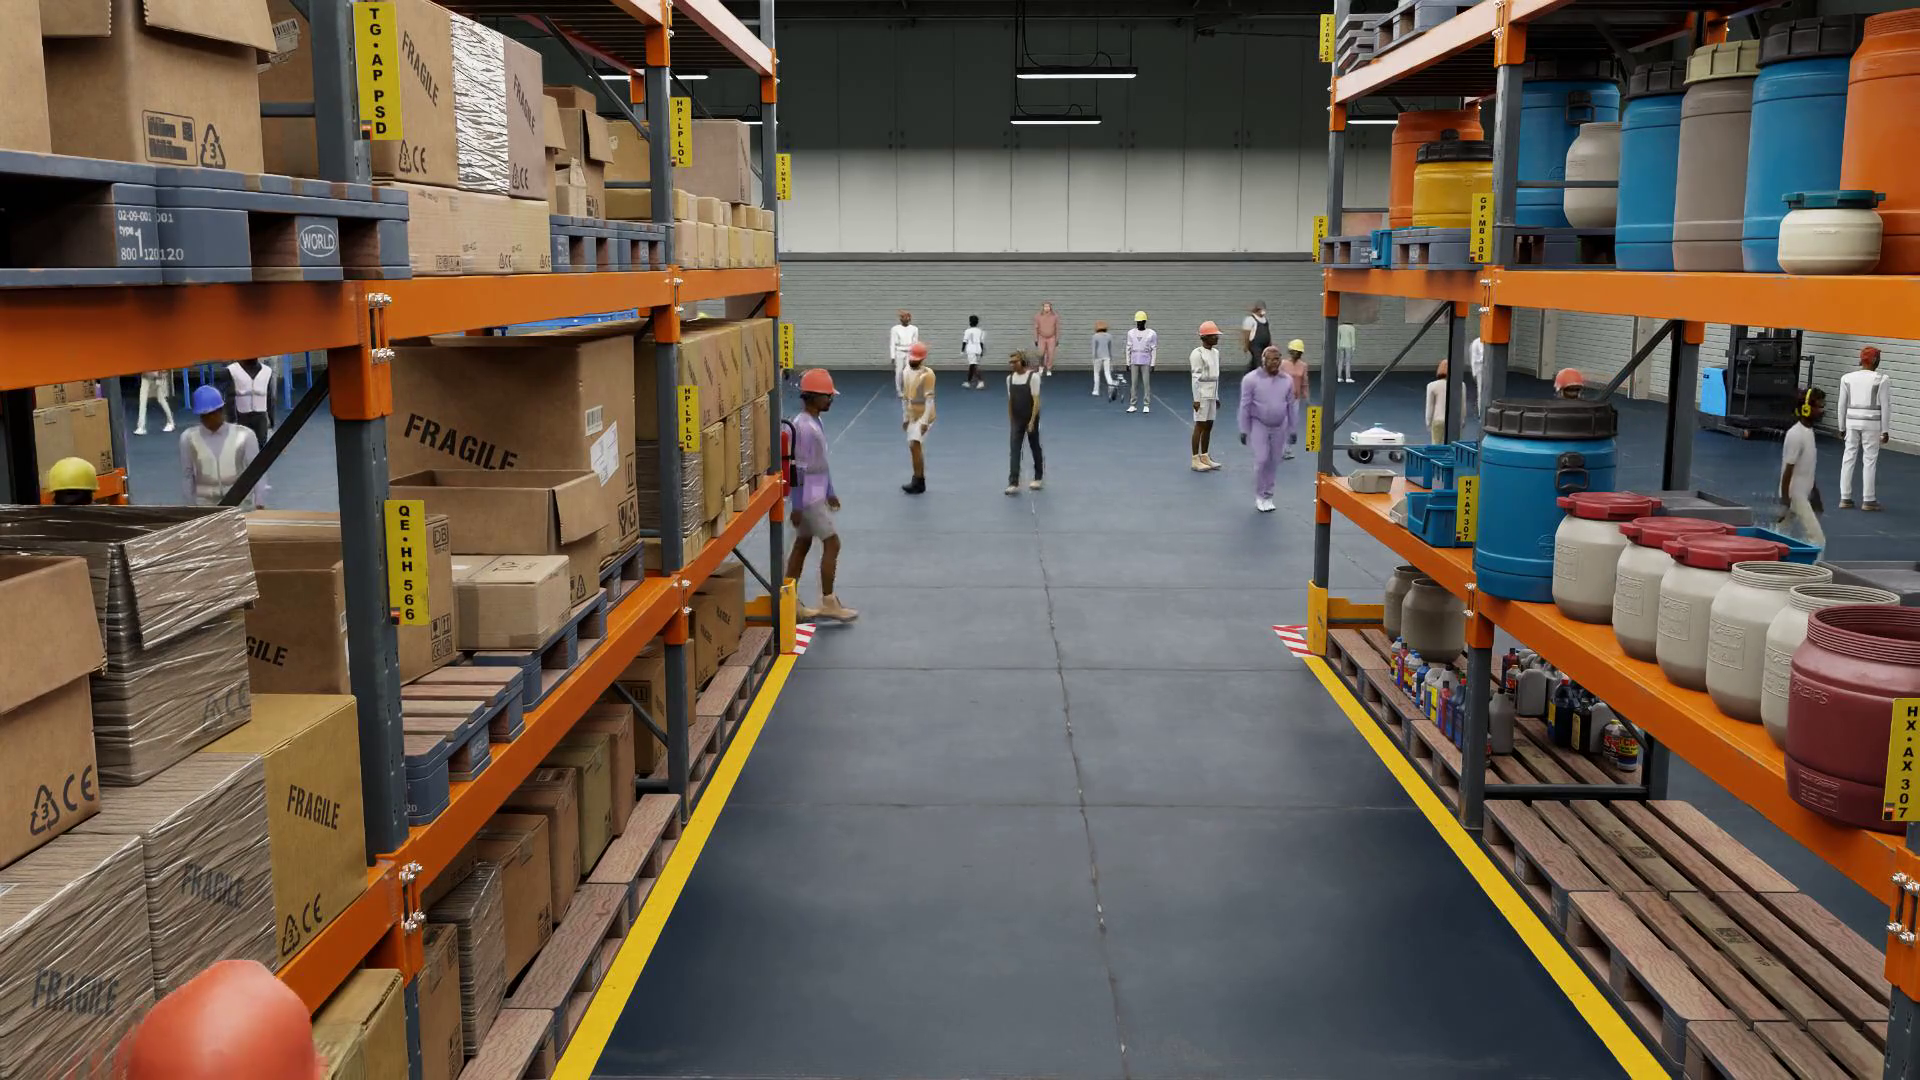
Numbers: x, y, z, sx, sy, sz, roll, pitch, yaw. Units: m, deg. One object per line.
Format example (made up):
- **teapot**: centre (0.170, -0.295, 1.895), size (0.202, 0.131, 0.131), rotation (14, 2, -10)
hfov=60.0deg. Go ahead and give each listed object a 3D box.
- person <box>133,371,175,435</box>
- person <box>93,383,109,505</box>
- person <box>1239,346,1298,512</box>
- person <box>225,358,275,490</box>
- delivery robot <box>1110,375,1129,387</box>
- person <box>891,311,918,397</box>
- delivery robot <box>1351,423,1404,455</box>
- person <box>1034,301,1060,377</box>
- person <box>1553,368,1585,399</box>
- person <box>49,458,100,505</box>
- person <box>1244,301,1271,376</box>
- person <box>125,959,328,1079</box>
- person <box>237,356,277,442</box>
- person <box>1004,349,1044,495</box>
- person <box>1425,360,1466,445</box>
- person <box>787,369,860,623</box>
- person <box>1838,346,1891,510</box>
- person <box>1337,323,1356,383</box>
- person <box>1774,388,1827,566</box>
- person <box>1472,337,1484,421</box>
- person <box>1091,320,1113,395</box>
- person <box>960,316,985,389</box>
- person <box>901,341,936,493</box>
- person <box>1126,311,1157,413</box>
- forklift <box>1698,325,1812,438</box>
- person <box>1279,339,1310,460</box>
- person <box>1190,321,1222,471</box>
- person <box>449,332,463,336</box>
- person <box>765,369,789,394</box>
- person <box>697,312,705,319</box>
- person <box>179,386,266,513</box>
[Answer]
- **person**: centre (-13.548, -2.694, 27.889), size (0.519, 1.820, 0.961), rotation (1, 10, 5)
- **person**: centre (-9.069, -0.993, 17.350), size (0.569, 1.920, 0.399), rotation (9, 13, 42)
- **person**: centre (3.576, -1.260, 19.029), size (0.671, 1.887, 0.659), rotation (-3, 10, -15)
- **person**: centre (-8.955, -1.590, 20.978), size (0.620, 1.902, 0.501), rotation (-9, 13, -44)
- **delivery robot**: centre (3.319, -3.301, 34.330), size (0.335, 0.223, 0.698), rotation (4, 10, 21)
- **person**: centre (-1.161, -3.869, 34.770), size (0.579, 1.857, 0.883), rotation (-2, 10, -11)
- **delivery robot**: centre (6.007, -1.435, 23.928), size (0.707, 0.478, 0.477), rotation (0, 10, 0)
- **person**: centre (2.190, -5.059, 41.826), size (0.641, 1.891, 0.415), rotation (0, 9, 0)
- **person**: centre (5.304, -0.526, 14.522), size (0.642, 1.936, 1.044), rotation (-1, 10, -8)
- **person**: centre (-4.322, 0.536, 8.255), size (0.578, 1.893, 0.806), rotation (-3, 10, -18)
- **person**: centre (6.855, -4.513, 38.206), size (0.694, 2.000, 1.034), rotation (-8, 12, -40)
- **person**: centre (-1.008, 1.507, 2.426), size (0.566, 1.896, 0.916), rotation (0, 9, 1)
- **person**: centre (-10.160, -2.122, 24.095), size (0.650, 1.927, 0.505), rotation (3, 10, 15)
- **person**: centre (0.801, -1.489, 20.731), size (0.503, 1.792, 0.982), rotation (5, 11, 26)
- **person**: centre (6.324, -1.548, 21.671), size (0.499, 1.588, 0.859), rotation (3, 10, 19)
- **person**: centre (-1.079, -0.345, 13.193), size (0.800, 2.014, 0.614), rotation (0, 9, -2)
- **person**: centre (10.495, -1.303, 19.310), size (0.355, 1.887, 0.574), rotation (-7, 12, -37)
- **person**: centre (9.229, -4.584, 39.721), size (0.266, 1.631, 0.507), rotation (-8, 12, -40)
- **person**: centre (6.985, -0.380, 13.986), size (0.965, 1.828, 0.511), rotation (5, 11, 29)
- **person**: centre (9.472, -3.033, 29.903), size (0.594, 1.819, 0.413), rotation (-2, 10, -11)
- **person**: centre (3.067, -3.907, 35.712), size (0.513, 1.609, 0.665), rotation (-3, 10, -17)
- **person**: centre (0.316, -4.240, 37.599), size (0.536, 1.655, 0.863), rotation (-9, 13, -44)
- **person**: centre (-0.539, -1.508, 20.554), size (0.483, 1.900, 0.555), rotation (-7, 12, -38)
- **person**: centre (3.443, -3.390, 31.691), size (0.588, 1.927, 0.371), rotation (4, 10, 22)
- **forklift**: centre (13.248, -3.165, 27.620), size (1.129, 2.768, 1.873), rotation (0, 9, 1)
- **person**: centre (4.825, -2.035, 24.106), size (0.543, 1.743, 0.636), rotation (-3, 10, -18)
- **person**: centre (3.402, -1.984, 22.904), size (0.357, 2.047, 0.615), rotation (7, 12, 38)
- **person**: centre (-11.811, -4.675, 39.356), size (0.520, 1.933, 0.636), rotation (1, 10, 5)
- **person**: centre (-3.418, -3.038, 29.899), size (0.665, 1.815, 0.485), rotation (3, 10, 18)
- **person**: centre (-5.712, -4.184, 36.988), size (0.540, 1.731, 0.653), rotation (-5, 11, -26)
- **person**: centre (-5.724, -0.244, 12.928), size (0.623, 1.882, 0.986), rotation (-3, 10, -17)
